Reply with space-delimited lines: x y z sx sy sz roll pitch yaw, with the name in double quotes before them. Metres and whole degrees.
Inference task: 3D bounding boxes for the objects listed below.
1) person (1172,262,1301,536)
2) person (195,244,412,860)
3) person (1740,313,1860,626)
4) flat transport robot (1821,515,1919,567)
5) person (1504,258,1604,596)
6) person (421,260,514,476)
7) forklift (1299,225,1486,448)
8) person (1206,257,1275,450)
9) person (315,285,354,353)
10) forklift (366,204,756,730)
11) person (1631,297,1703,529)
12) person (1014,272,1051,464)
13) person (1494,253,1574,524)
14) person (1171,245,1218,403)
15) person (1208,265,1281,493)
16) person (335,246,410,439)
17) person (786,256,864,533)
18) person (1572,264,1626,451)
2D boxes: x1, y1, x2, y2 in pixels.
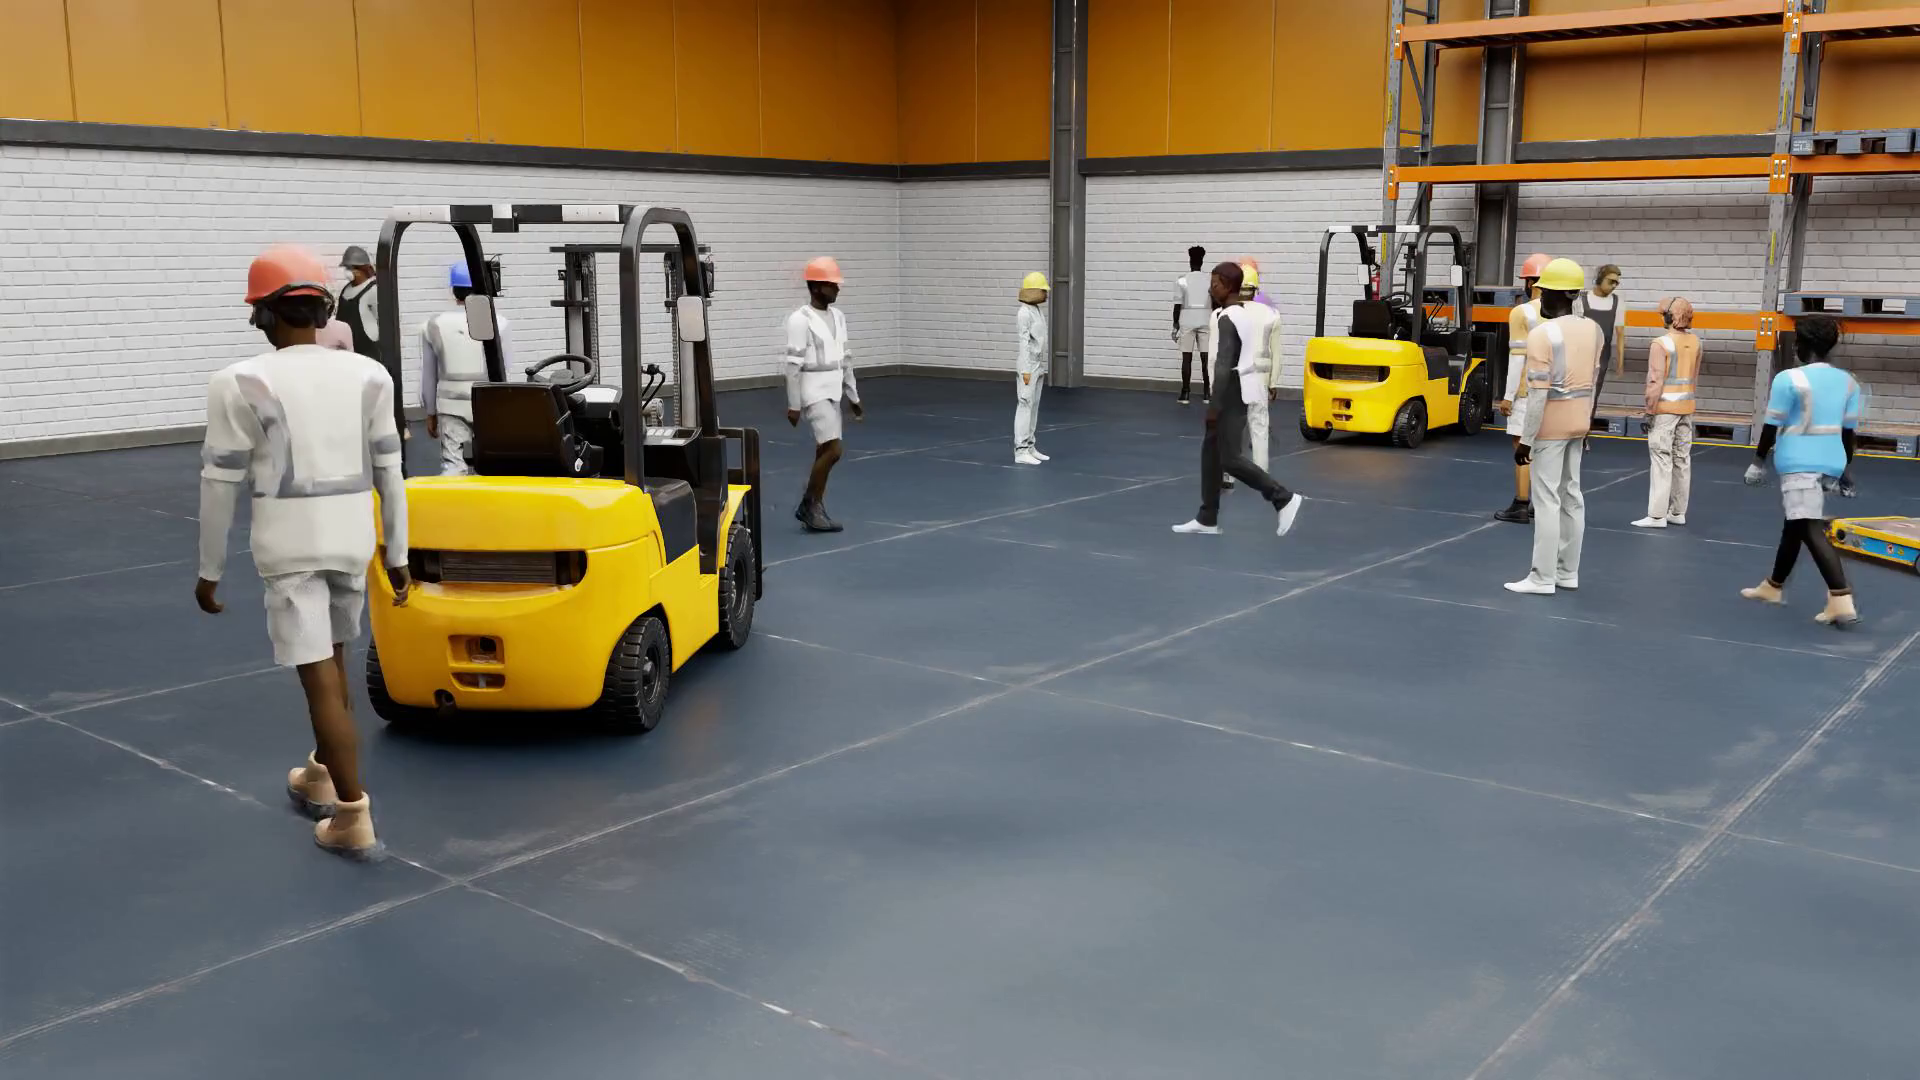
"person" 1.912 -0.951 11.390 0.804 1.896 0.607 2 10 13
"person" -2.249 0.030 5.597 0.908 2.006 0.629 9 13 40
"person" 4.588 -0.385 8.935 0.531 1.654 0.874 -4 11 -22
"flat transport robot" 6.060 0.037 10.394 0.652 0.197 1.431 -2 10 -12
"person" 3.412 -0.639 9.546 0.585 1.930 0.357 -7 12 -35
"person" -3.204 -0.857 10.816 0.616 1.916 0.939 0 10 -2
"forklift" 4.449 -2.115 16.993 1.214 2.155 2.313 8 13 38
"person" 2.804 -1.833 16.331 0.622 1.878 1.025 -5 12 -28
"person" -4.958 -1.158 12.921 0.541 1.739 0.666 -3 11 -18
"forklift" -1.766 -0.406 7.525 1.214 2.155 2.313 1 10 7
"person" 5.018 -0.893 11.757 0.523 1.640 0.306 -7 12 -32
"person" 0.676 -1.572 15.234 0.306 1.743 0.494 3 11 18
"person" 4.125 -1.085 11.994 0.552 1.936 0.358 -5 11 -25
"person" 2.942 -2.683 20.768 0.600 1.967 0.368 0 10 -2
"person" 2.279 -1.287 13.407 0.591 1.833 0.404 0 10 -2
"person" -5.924 -1.949 16.497 0.690 2.000 1.048 10 14 44
"person" -0.930 -0.993 11.529 0.422 1.920 0.550 5 11 25
"person" 6.089 -1.744 16.007 0.523 1.802 0.573 1 10 4
